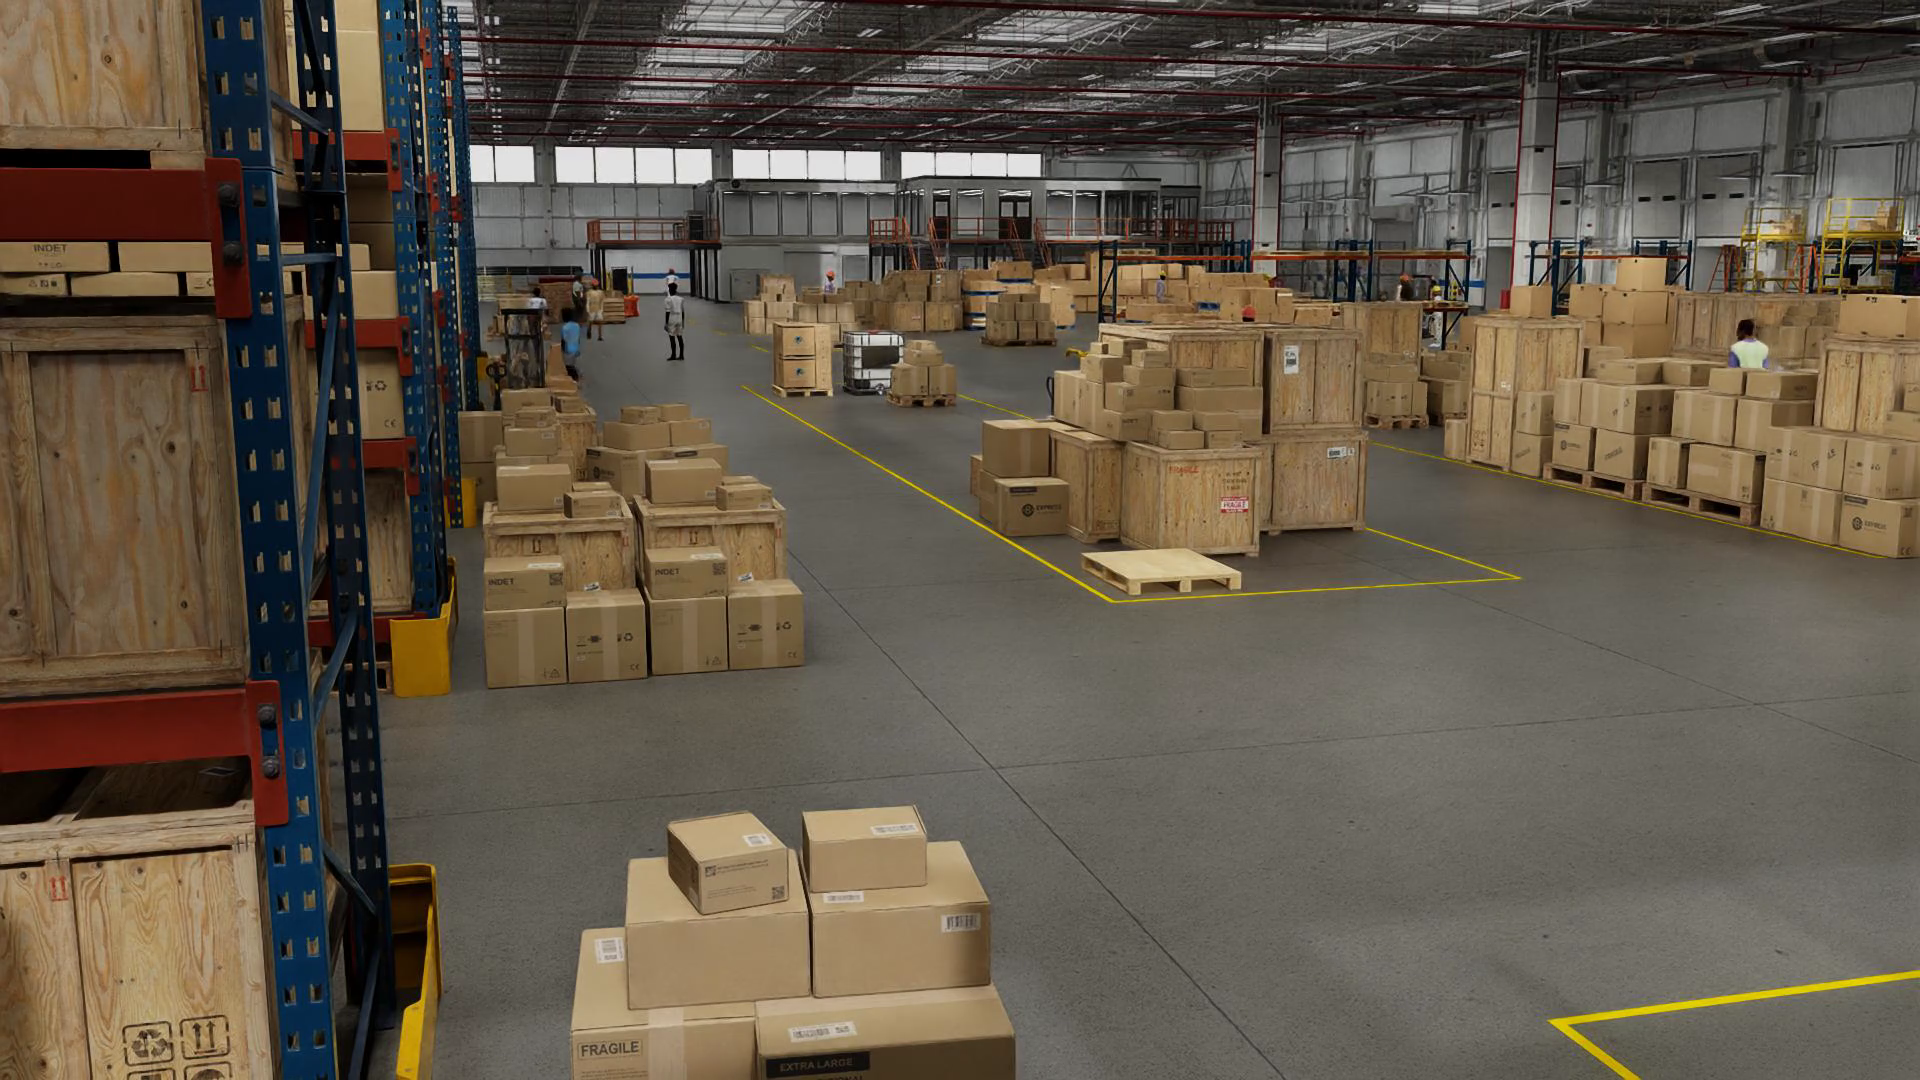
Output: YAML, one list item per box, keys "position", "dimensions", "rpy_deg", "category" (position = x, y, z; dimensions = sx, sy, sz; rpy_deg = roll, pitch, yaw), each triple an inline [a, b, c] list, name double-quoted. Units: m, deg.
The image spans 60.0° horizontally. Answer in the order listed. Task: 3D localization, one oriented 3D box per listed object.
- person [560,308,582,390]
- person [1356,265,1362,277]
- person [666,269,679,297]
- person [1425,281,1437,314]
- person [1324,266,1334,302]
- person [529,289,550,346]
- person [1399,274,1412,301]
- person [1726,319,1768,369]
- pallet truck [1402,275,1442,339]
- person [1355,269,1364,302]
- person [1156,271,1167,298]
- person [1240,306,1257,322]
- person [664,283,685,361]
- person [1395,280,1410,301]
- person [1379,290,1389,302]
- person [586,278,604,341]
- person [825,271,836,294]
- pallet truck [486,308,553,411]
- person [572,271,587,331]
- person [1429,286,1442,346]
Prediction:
- position: [-7.608, -3.687, 32.420]
  dimensions: [0.375, 1.677, 0.546]
  rpy_deg: [4, 11, 23]
  category: "person"
- position: [18.878, -12.073, 79.099]
  dimensions: [0.656, 1.972, 0.436]
  rpy_deg: [-8, 13, -37]
  category: "person"
- position: [-13.025, -11.325, 75.231]
  dimensions: [0.581, 1.862, 0.848]
  rpy_deg: [-1, 10, -3]
  category: "person"
- position: [16.790, -8.355, 58.966]
  dimensions: [0.538, 1.644, 0.886]
  rpy_deg: [-2, 10, -12]
  category: "person"
- position: [17.520, -12.060, 79.199]
  dimensions: [0.571, 1.918, 0.551]
  rpy_deg: [-5, 11, -25]
  category: "person"
- position: [-12.272, -6.486, 48.360]
  dimensions: [0.529, 1.657, 0.888]
  rpy_deg: [3, 10, 14]
  category: "person"
- position: [14.509, -7.625, 53.917]
  dimensions: [0.772, 1.974, 0.612]
  rpy_deg: [8, 13, 40]
  category: "person"
- position: [10.596, -2.046, 22.593]
  dimensions: [0.603, 1.874, 0.993]
  rpy_deg: [-4, 11, -20]
  category: "person"
- position: [14.620, -7.324, 52.145]
  dimensions: [0.823, 1.965, 1.885]
  rpy_deg: [8, 13, 40]
  category: "pallet truck"
- position: [16.334, -10.196, 68.606]
  dimensions: [0.608, 1.923, 0.668]
  rpy_deg: [5, 11, 27]
  category: "person"
- position: [7.759, -9.392, 64.056]
  dimensions: [0.382, 1.924, 0.594]
  rpy_deg: [-1, 10, -3]
  category: "person"
- position: [4.511, -2.709, 26.178]
  dimensions: [0.543, 1.940, 0.361]
  rpy_deg: [-4, 11, -21]
  category: "person"
- position: [-7.148, -5.448, 41.611]
  dimensions: [0.367, 1.964, 0.610]
  rpy_deg: [9, 13, 41]
  category: "person"
- position: [14.874, -7.960, 56.061]
  dimensions: [0.447, 1.901, 0.651]
  rpy_deg: [5, 11, 28]
  category: "person"
- position: [10.130, -5.088, 39.986]
  dimensions: [0.527, 1.825, 0.412]
  rpy_deg: [1, 10, 7]
  category: "person"
- position: [-11.166, -7.043, 50.805]
  dimensions: [0.550, 1.918, 0.747]
  rpy_deg: [-7, 12, -34]
  category: "person"
- position: [-4.473, -8.284, 57.498]
  dimensions: [0.406, 2.035, 0.601]
  rpy_deg: [1, 10, 6]
  category: "person"
- position: [-6.242, -2.418, 24.362]
  dimensions: [0.823, 1.965, 1.885]
  rpy_deg: [1, 10, 3]
  category: "pallet truck"
- position: [-12.877, -8.107, 56.454]
  dimensions: [0.538, 2.000, 0.687]
  rpy_deg: [-3, 10, -17]
  category: "person"
- position: [13.700, -6.440, 47.884]
  dimensions: [0.307, 1.736, 0.484]
  rpy_deg: [6, 12, 31]
  category: "person"
